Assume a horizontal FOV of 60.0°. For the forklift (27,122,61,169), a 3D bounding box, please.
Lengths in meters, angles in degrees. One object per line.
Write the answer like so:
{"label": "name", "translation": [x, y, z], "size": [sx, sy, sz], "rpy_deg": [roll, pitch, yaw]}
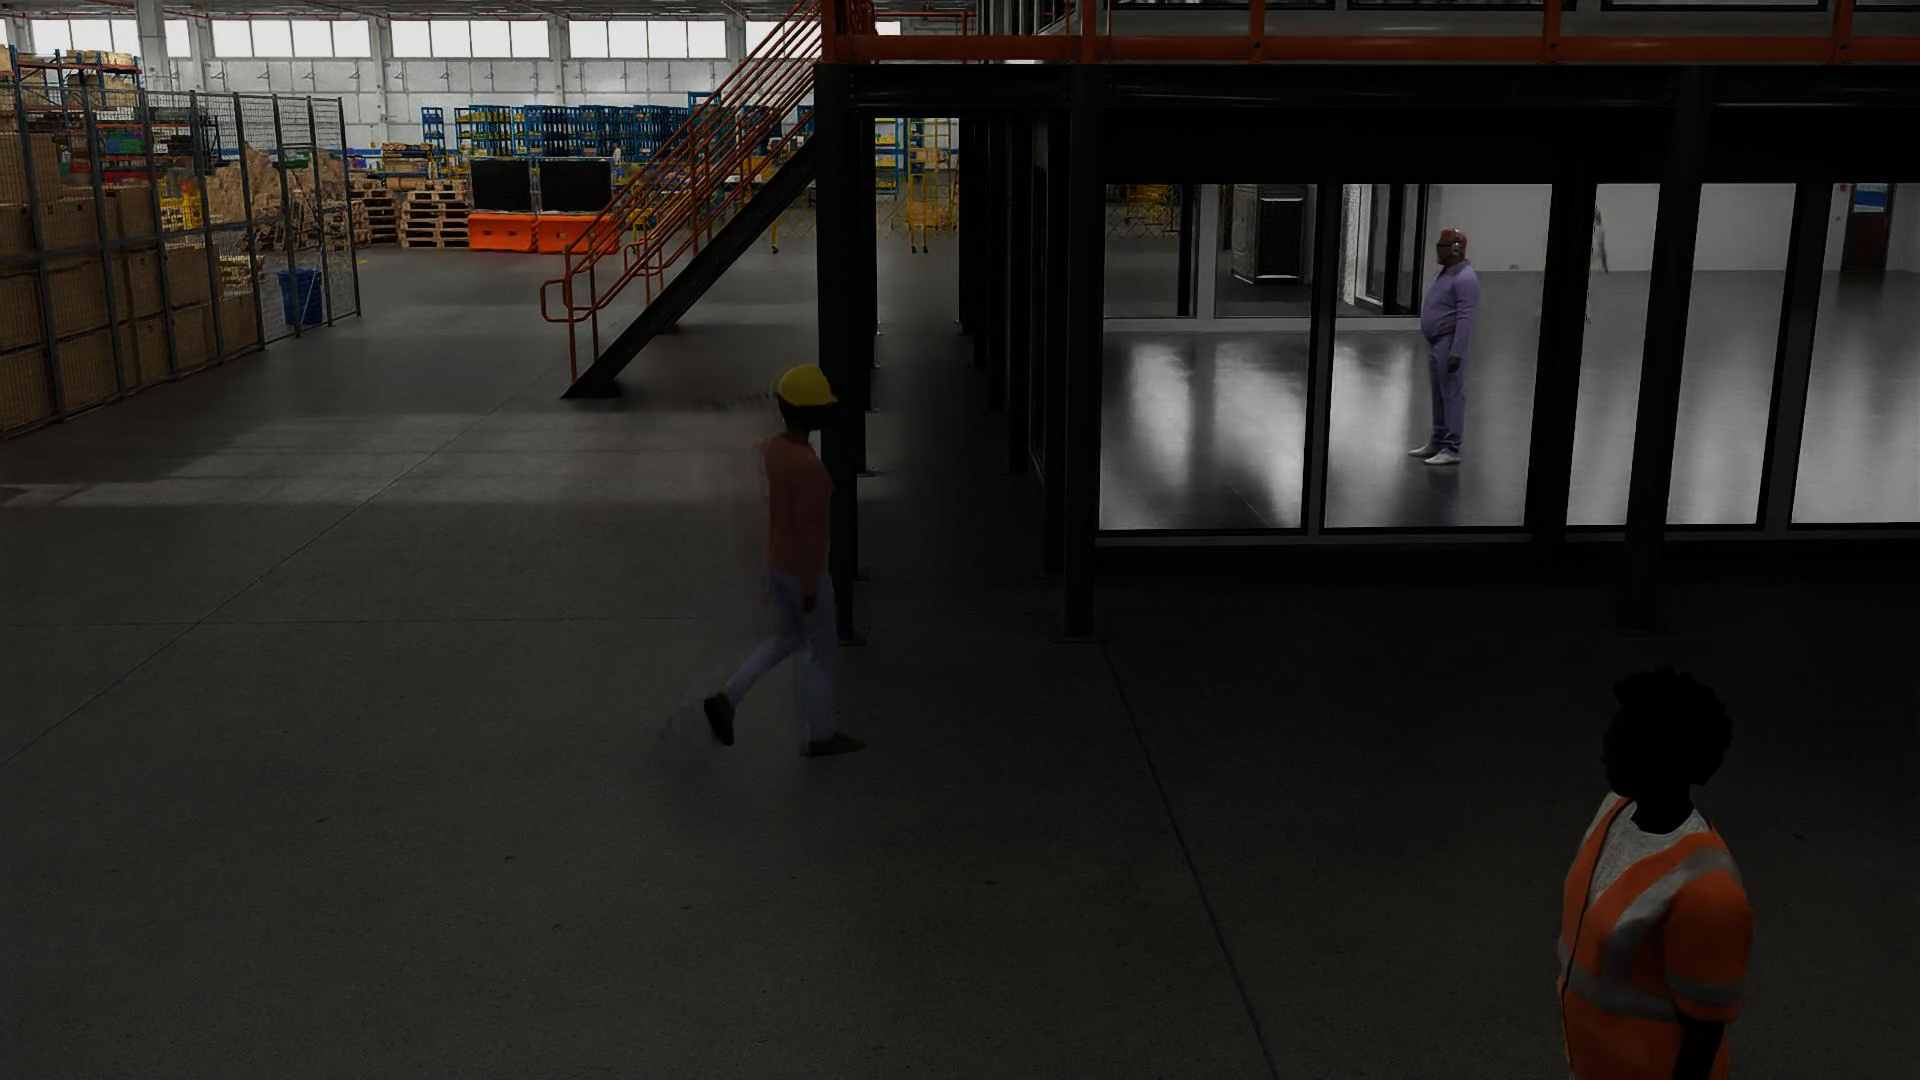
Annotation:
{"label": "forklift", "translation": [-35.376, -14.773, 64.377], "size": [1.129, 2.768, 1.873], "rpy_deg": [-1, 14, -2]}

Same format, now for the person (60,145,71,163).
{"label": "person", "translation": [-40.375, -16.921, 75.109], "size": [0.403, 1.822, 0.589], "rpy_deg": [0, 14, -2]}

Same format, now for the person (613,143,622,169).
{"label": "person", "translation": [-15.788, -17.330, 76.586], "size": [0.407, 1.902, 0.639], "rpy_deg": [0, 14, -2]}

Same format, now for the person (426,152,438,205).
{"label": "person", "translation": [-17.107, -11.649, 53.957], "size": [0.328, 1.865, 0.517], "rpy_deg": [0, 14, -2]}

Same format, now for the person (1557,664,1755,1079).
{"label": "person", "translation": [1.388, 1.076, 3.431], "size": [0.319, 1.697, 0.533], "rpy_deg": [0, 14, -2]}

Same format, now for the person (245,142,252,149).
{"label": "person", "translation": [-36.755, -19.643, 85.832], "size": [0.407, 1.902, 0.639], "rpy_deg": [0, 14, -2]}

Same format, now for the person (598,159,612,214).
{"label": "person", "translation": [-10.189, -10.044, 47.754], "size": [0.326, 1.760, 0.524], "rpy_deg": [0, 14, -2]}

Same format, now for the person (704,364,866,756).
{"label": "person", "translation": [-0.761, 0.117, 7.148], "size": [0.625, 1.753, 0.521], "rpy_deg": [-8, 16, -28]}

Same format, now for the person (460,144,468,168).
{"label": "person", "translation": [-25.693, -19.699, 86.382], "size": [0.504, 1.732, 0.579], "rpy_deg": [-10, 17, -35]}
